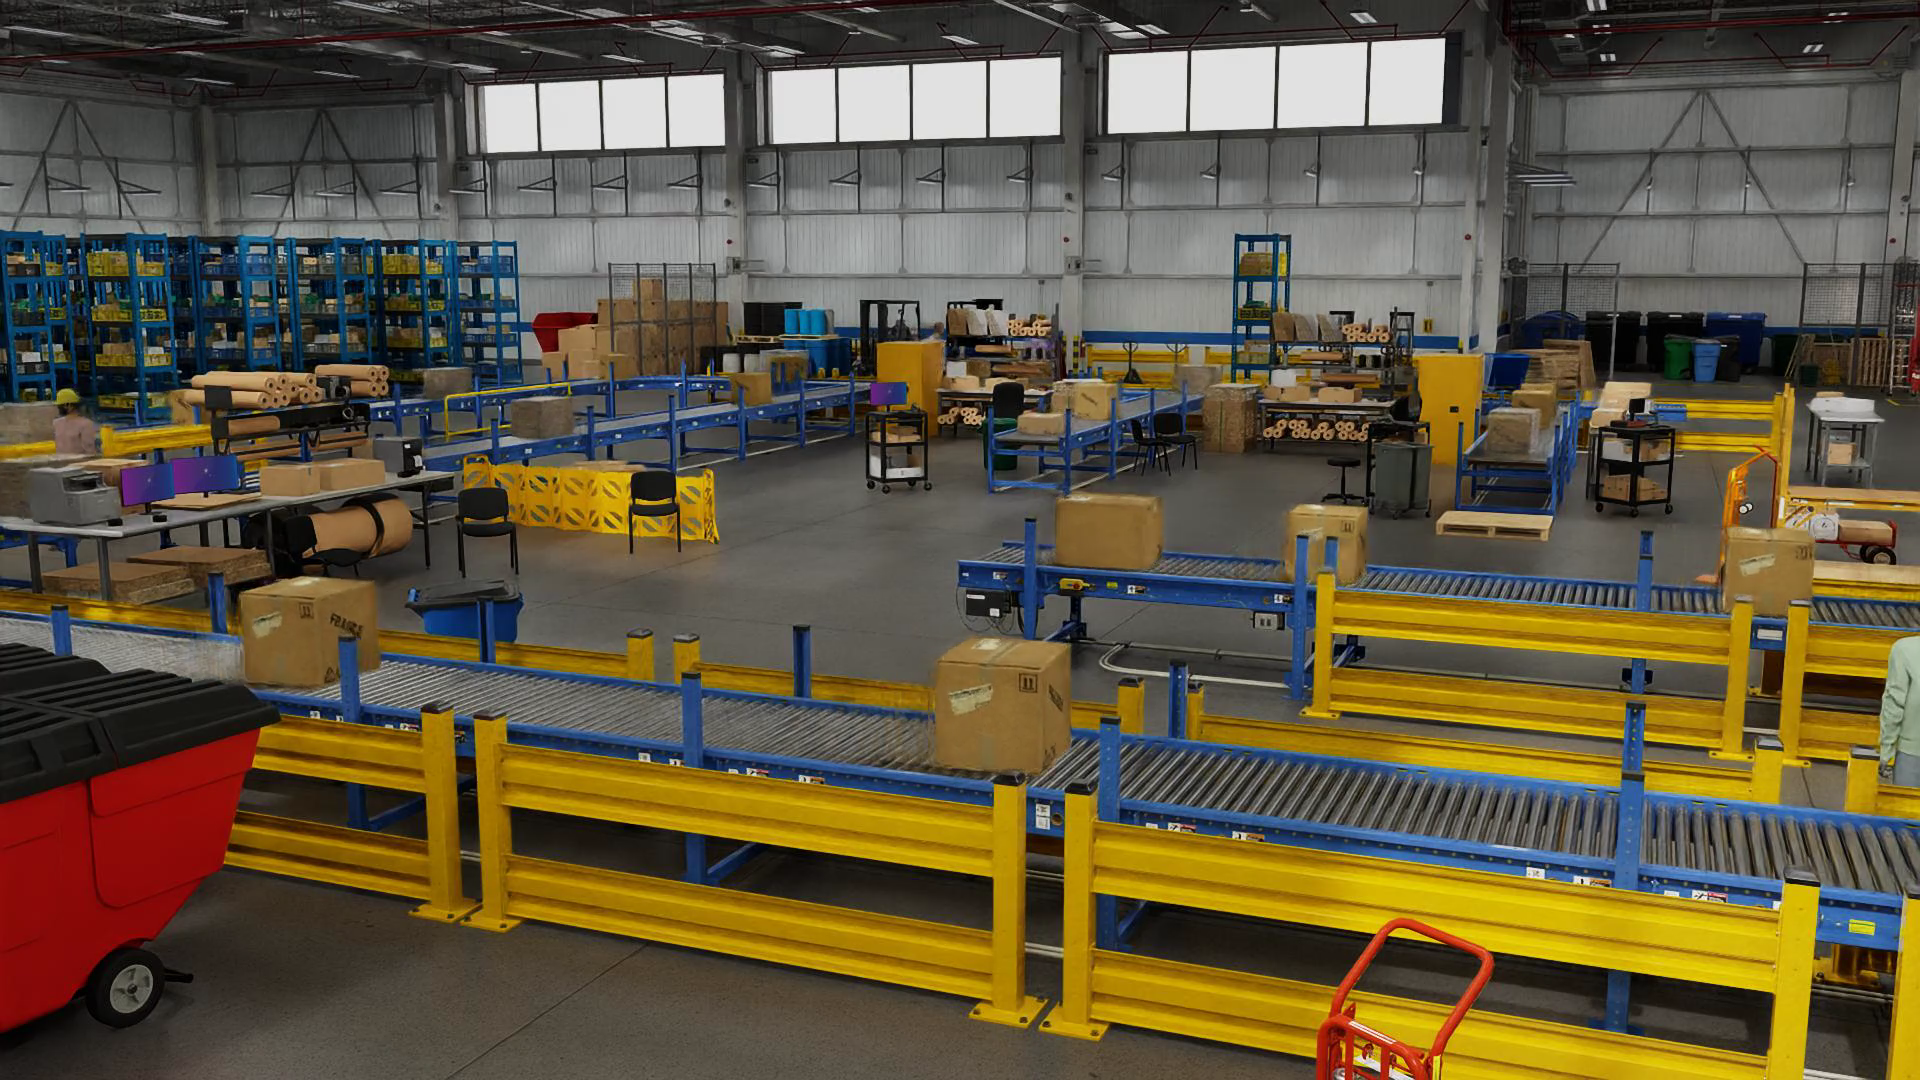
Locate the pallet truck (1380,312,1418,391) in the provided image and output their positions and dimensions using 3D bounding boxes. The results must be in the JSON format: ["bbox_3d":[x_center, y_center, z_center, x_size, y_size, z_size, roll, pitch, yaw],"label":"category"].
[{"bbox_3d":[10.207,-4.283,38.369,0.823,1.965,1.885,3,10,20],"label":"pallet truck"}]

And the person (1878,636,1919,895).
[{"bbox_3d":[4.414,0.993,7.499,0.497,1.633,0.288,6,11,33],"label":"person"}]

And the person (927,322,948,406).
[{"bbox_3d":[-0.330,-3.457,33.693,0.785,1.881,0.673,3,10,15],"label":"person"}]

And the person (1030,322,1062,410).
[{"bbox_3d":[1.589,-3.151,31.567,0.749,1.991,0.397,-3,10,-18],"label":"person"}]

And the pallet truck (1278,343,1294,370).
[{"bbox_3d":[7.886,-4.163,39.743,0.653,1.274,1.630,4,10,22],"label":"pallet truck"}]

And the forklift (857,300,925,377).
[{"bbox_3d":[-1.732,-5.109,42.468,1.157,1.987,2.680,4,10,22],"label":"forklift"}]

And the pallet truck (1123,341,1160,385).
[{"bbox_3d":[4.445,-4.380,41.279,0.680,1.201,1.601,4,10,22],"label":"pallet truck"}]

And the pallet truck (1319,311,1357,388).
[{"bbox_3d":[9.071,-4.419,39.190,0.823,1.965,1.885,5,10,26],"label":"pallet truck"}]

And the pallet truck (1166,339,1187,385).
[{"bbox_3d":[5.418,-4.269,40.420,0.704,1.261,1.522,3,10,20],"label":"pallet truck"}]

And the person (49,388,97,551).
[{"bbox_3d":[-9.534,-0.795,18.038,0.530,1.732,0.873,2,10,14],"label":"person"}]

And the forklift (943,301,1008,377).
[{"bbox_3d":[0.365,-4.966,41.571,1.157,1.987,2.680,3,10,20],"label":"forklift"}]
